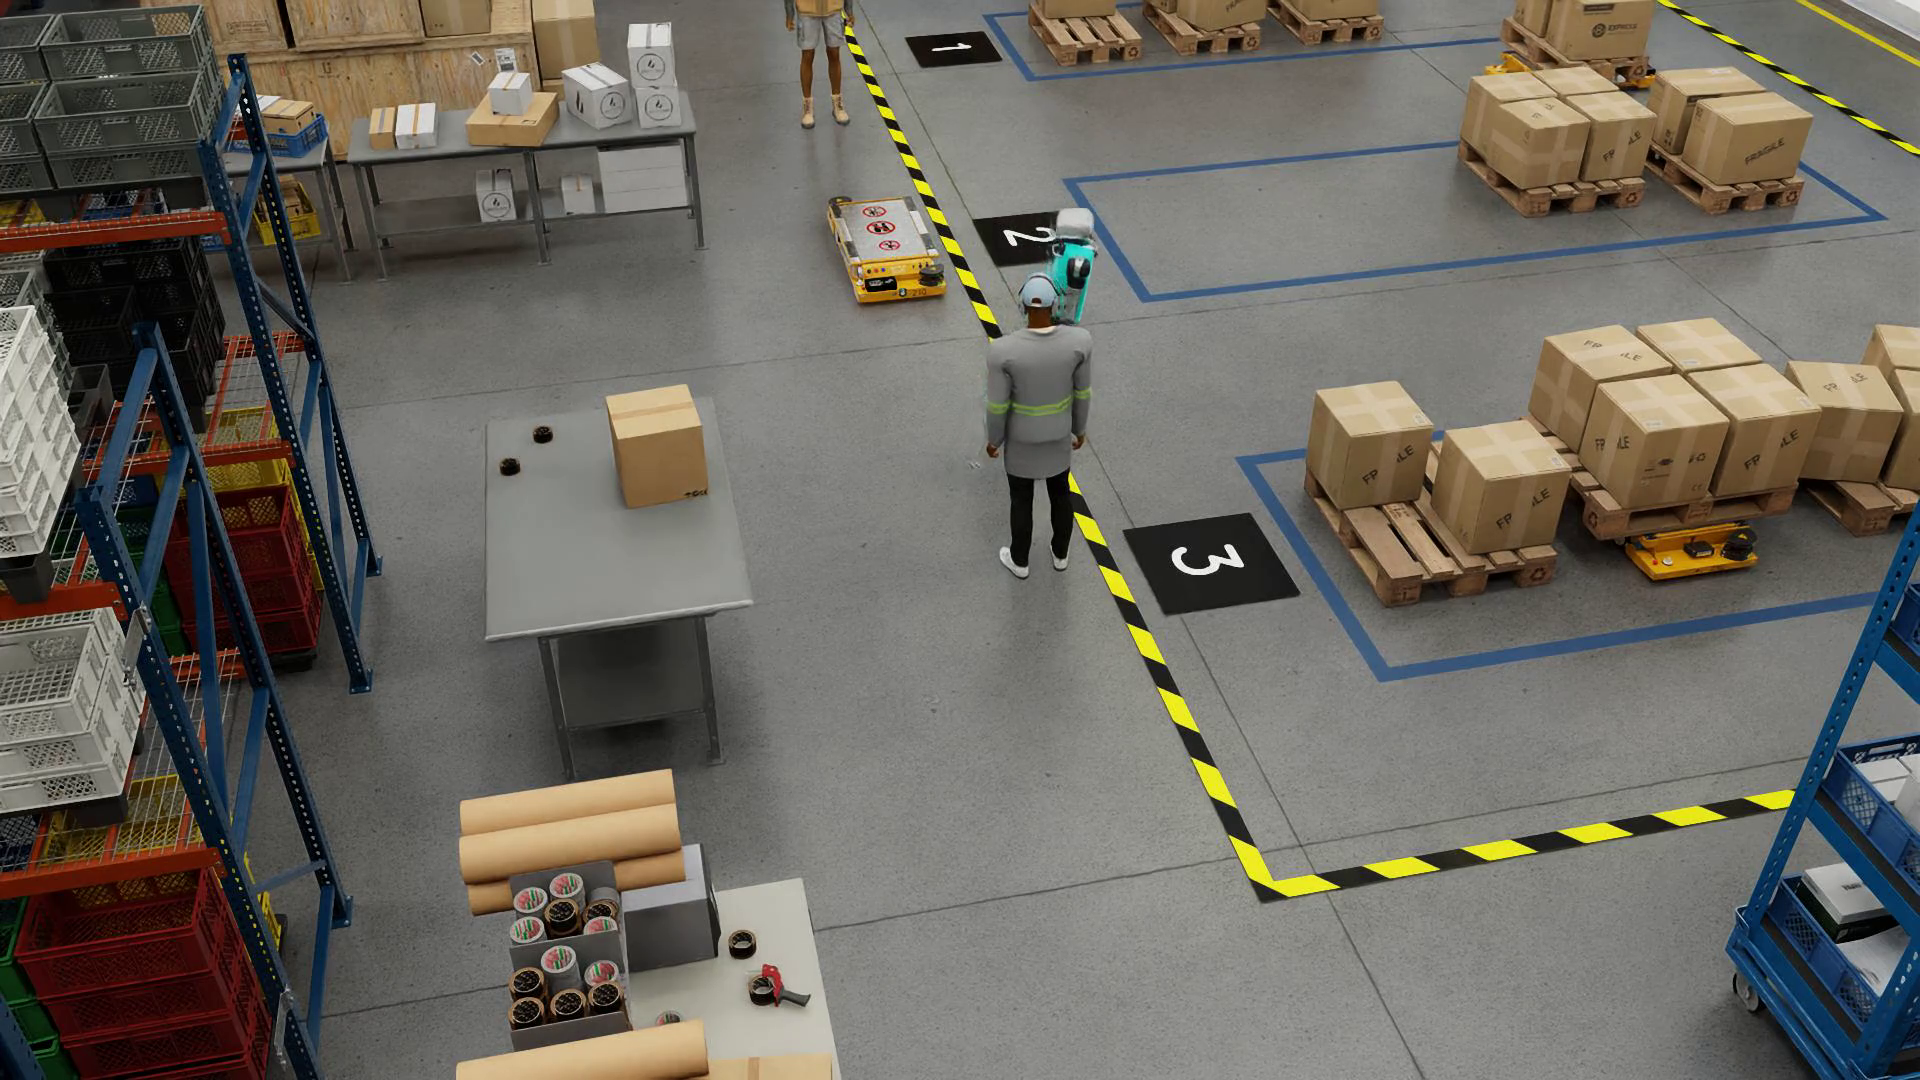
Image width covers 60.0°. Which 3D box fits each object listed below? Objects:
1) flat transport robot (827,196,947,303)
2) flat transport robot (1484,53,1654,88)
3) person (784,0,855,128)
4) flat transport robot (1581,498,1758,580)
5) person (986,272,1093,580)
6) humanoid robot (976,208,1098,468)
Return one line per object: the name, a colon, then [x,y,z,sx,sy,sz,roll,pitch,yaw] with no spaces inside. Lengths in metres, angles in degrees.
flat transport robot: [-0.570,-2.220,12.538,0.659,0.231,1.431,-8,37,-10]
flat transport robot: [5.671,-4.357,15.386,1.431,0.197,0.652,-8,37,-10]
person: [-1.192,-4.529,14.157,0.613,2.042,0.373,-8,37,-11]
flat transport robot: [4.062,-0.294,9.926,0.652,0.197,1.431,-8,37,-10]
person: [0.412,-0.610,9.051,0.589,1.848,0.405,-8,37,-11]
humanoid robot: [0.395,-1.060,9.842,0.761,1.881,0.544,-1,37,-1]
